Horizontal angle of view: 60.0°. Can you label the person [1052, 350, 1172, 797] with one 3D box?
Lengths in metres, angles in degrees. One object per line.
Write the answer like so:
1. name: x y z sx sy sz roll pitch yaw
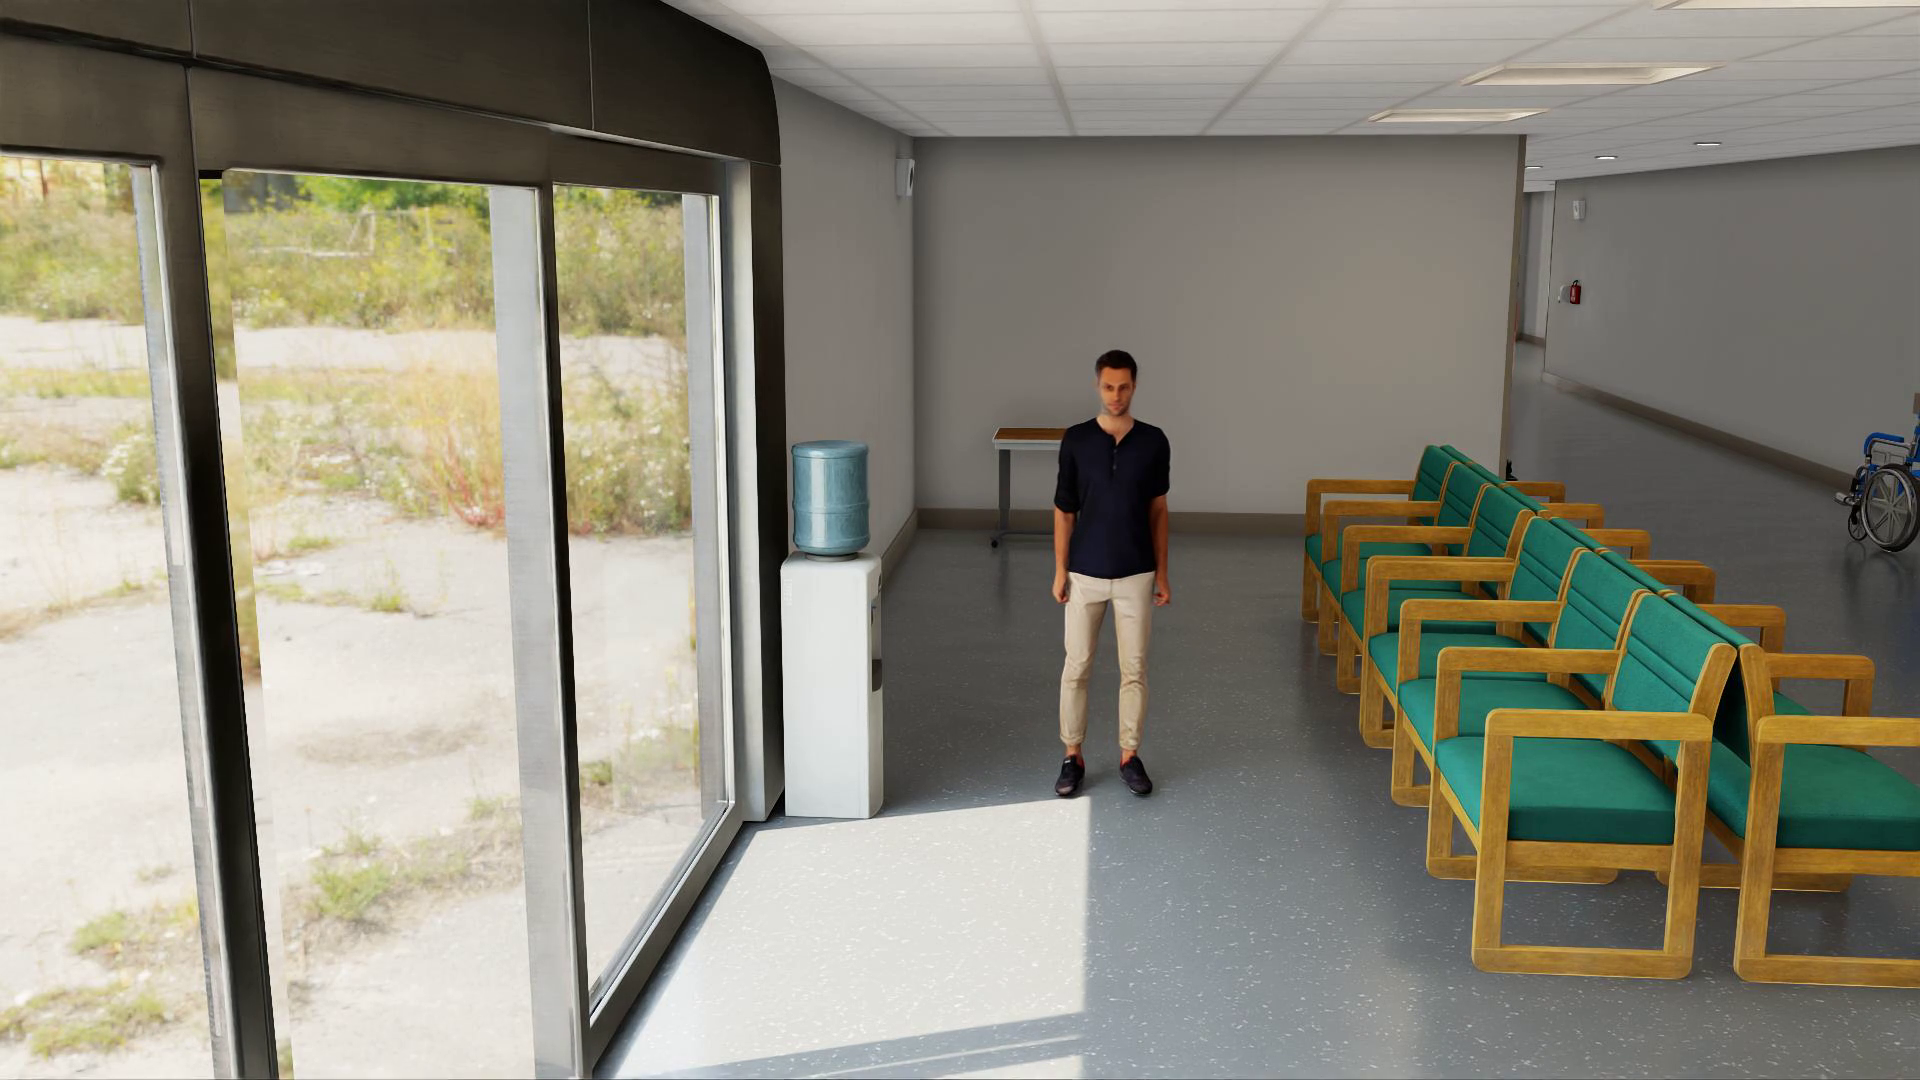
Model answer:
1. person: 0.620 0.134 6.890 0.481 1.850 0.712 0 11 0
